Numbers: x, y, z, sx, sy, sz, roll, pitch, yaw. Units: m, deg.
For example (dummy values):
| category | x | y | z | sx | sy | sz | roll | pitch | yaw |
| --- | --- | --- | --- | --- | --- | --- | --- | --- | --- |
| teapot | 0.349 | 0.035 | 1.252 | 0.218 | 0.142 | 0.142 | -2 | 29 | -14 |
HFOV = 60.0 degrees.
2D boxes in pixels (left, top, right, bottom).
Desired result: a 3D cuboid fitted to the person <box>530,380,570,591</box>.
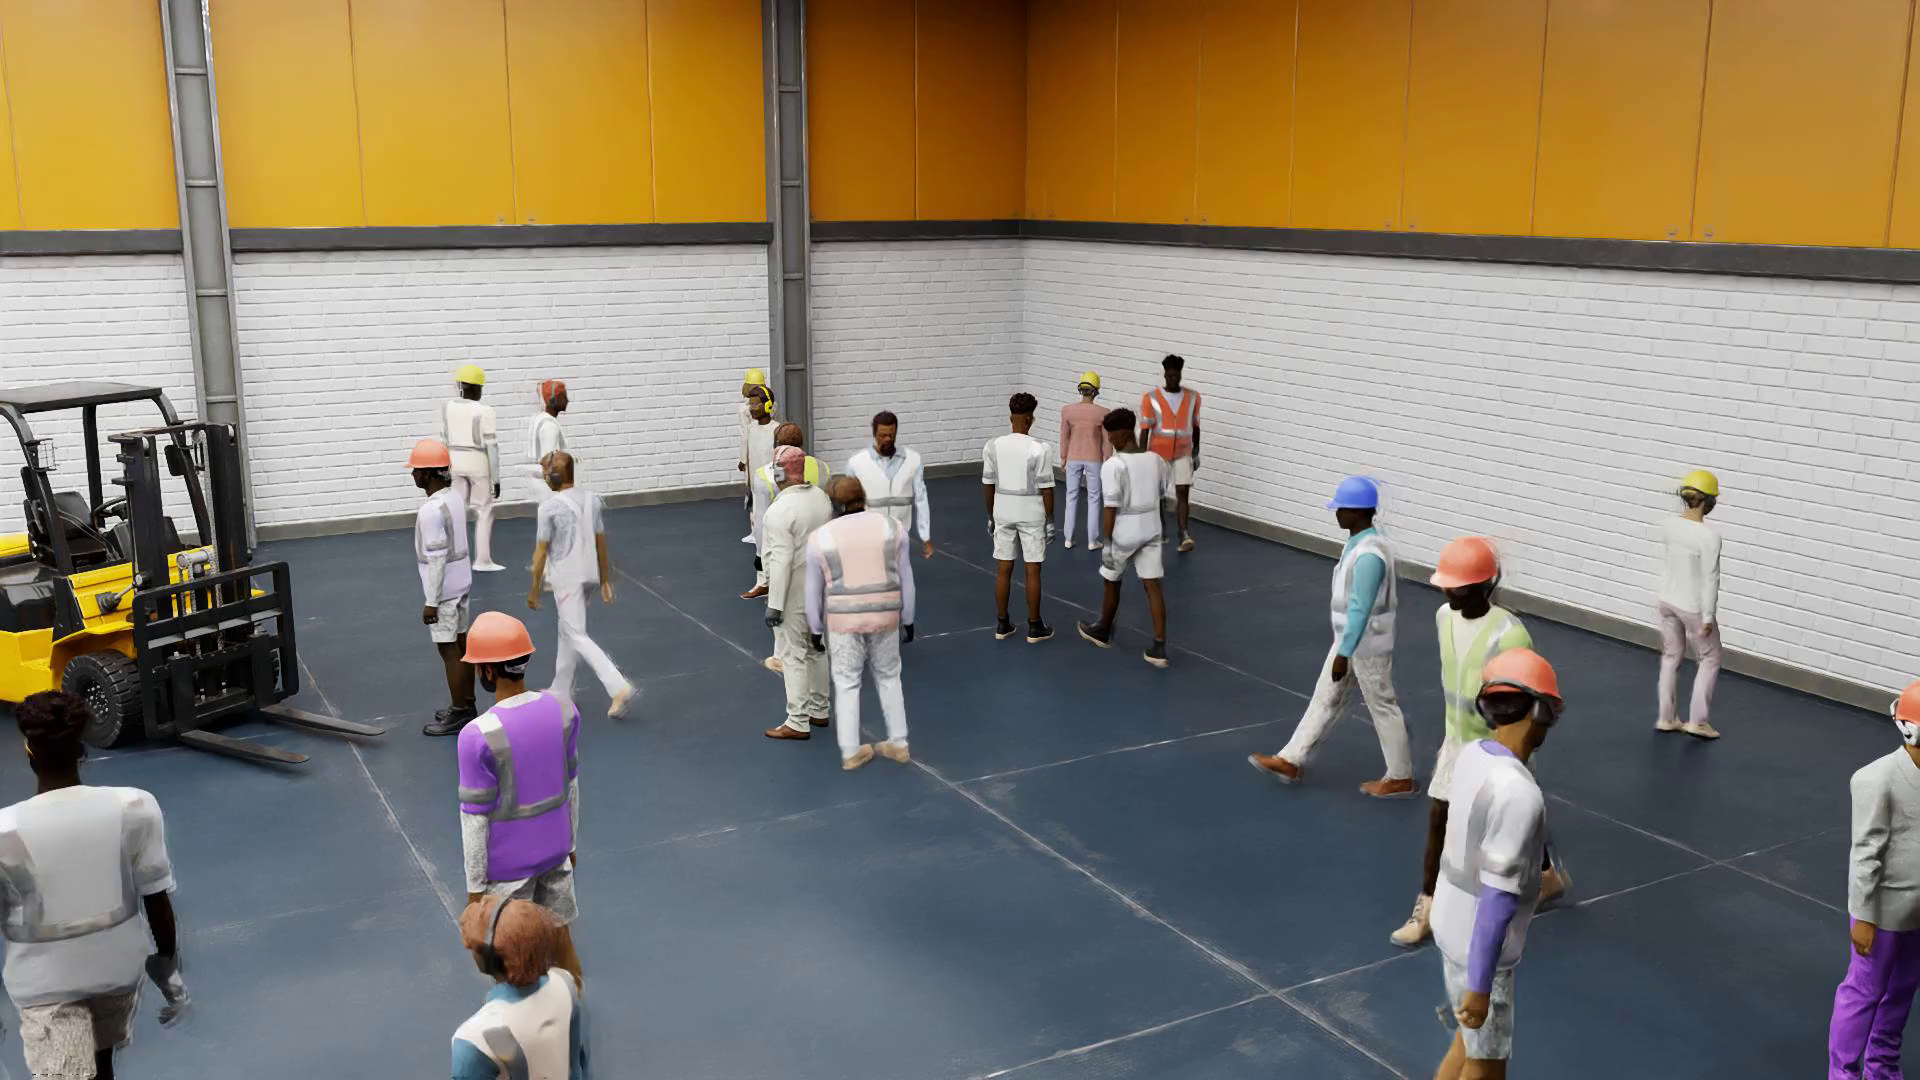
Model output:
| category | x | y | z | sx | sy | sz | roll | pitch | yaw |
| --- | --- | --- | --- | --- | --- | --- | --- | --- | --- |
| person | -3.530 | -0.473 | 14.572 | 0.419 | 1.867 | 0.607 | -3 | 12 | -15 |

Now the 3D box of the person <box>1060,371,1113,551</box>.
| category | x | y | z | sx | sy | sz | roll | pitch | yaw |
| --- | --- | --- | --- | --- | --- | --- | --- | --- | --- |
| person | 1.238 | -0.769 | 16.250 | 0.531 | 1.755 | 0.339 | 4 | 13 | 16 |

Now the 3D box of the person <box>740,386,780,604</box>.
| category | x | y | z | sx | sy | sz | roll | pitch | yaw |
| --- | --- | --- | --- | --- | --- | --- | --- | --- | --- |
| person | -1.648 | -0.384 | 14.166 | 0.535 | 1.868 | 0.309 | 11 | 16 | 41 |

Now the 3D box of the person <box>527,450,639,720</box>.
| category | x | y | z | sx | sy | sz | roll | pitch | yaw |
| --- | --- | --- | --- | --- | --- | --- | --- | --- | --- |
| person | -2.533 | 0.296 | 11.160 | 0.905 | 1.804 | 0.521 | 7 | 14 | 31 |

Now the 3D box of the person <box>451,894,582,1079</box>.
| category | x | y | z | sx | sy | sz | roll | pitch | yaw |
| --- | --- | --- | --- | --- | --- | --- | --- | --- | --- |
| person | -1.175 | 1.769 | 4.640 | 0.588 | 1.623 | 0.525 | 4 | 13 | 18 |

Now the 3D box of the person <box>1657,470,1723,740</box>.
| category | x | y | z | sx | sy | sz | roll | pitch | yaw |
| --- | --- | --- | --- | --- | --- | --- | --- | --- | --- |
| person | 4.738 | 0.412 | 10.702 | 0.452 | 1.749 | 0.539 | -4 | 13 | -18 |

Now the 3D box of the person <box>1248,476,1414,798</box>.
| category | x | y | z | sx | sy | sz | roll | pitch | yaw |
| --- | --- | --- | --- | --- | --- | --- | --- | --- | --- |
| person | 2.209 | 0.574 | 9.598 | 0.979 | 1.893 | 0.641 | 1 | 12 | 4 |

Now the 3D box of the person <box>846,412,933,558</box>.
| category | x | y | z | sx | sy | sz | roll | pitch | yaw |
| --- | --- | --- | --- | --- | --- | --- | --- | --- | --- |
| person | -0.509 | -0.007 | 12.394 | 0.595 | 1.878 | 0.903 | -5 | 13 | -21 |

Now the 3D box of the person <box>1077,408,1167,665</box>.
| category | x | y | z | sx | sy | sz | roll | pitch | yaw |
| --- | --- | --- | --- | --- | --- | --- | --- | --- | --- |
| person | 1.260 | -0.050 | 12.503 | 0.677 | 1.900 | 0.972 | -7 | 14 | -30 |

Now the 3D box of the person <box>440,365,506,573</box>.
| category | x | y | z | sx | sy | sz | roll | pitch | yaw |
| --- | --- | --- | --- | --- | --- | --- | --- | --- | --- |
| person | -4.502 | -0.642 | 15.317 | 0.630 | 1.915 | 0.445 | 4 | 13 | 17 |

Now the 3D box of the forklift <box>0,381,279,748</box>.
| category | x | y | z | sx | sy | sz | roll | pitch | yaw |
| --- | --- | --- | --- | --- | --- | --- | --- | --- | --- |
| forklift | -5.853 | 0.085 | 11.199 | 2.313 | 2.155 | 1.214 | 7 | 14 | 28 |

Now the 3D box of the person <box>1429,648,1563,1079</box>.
| category | x | y | z | sx | sy | sz | roll | pitch | yaw |
| --- | --- | --- | --- | --- | --- | --- | --- | --- | --- |
| person | 1.785 | 1.374 | 5.644 | 0.521 | 1.990 | 0.734 | 1 | 12 | 4 |

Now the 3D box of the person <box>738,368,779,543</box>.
| category | x | y | z | sx | sy | sz | roll | pitch | yaw |
| --- | --- | --- | --- | --- | --- | --- | --- | --- | --- |
| person | -2.017 | -0.837 | 16.587 | 0.323 | 1.743 | 0.489 | 11 | 16 | 42 |

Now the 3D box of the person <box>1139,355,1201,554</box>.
| category | x | y | z | sx | sy | sz | roll | pitch | yaw |
| --- | --- | --- | --- | --- | --- | --- | --- | --- | --- |
| person | 2.059 | -0.842 | 16.200 | 0.634 | 1.907 | 1.004 | -1 | 12 | -4 |

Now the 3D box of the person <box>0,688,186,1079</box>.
| category | x | y | z | sx | sy | sz | roll | pitch | yaw |
| --- | --- | --- | --- | --- | --- | --- | --- | --- | --- |
| person | -2.909 | 1.441 | 5.512 | 1.044 | 1.919 | 0.616 | 11 | 16 | 42 |

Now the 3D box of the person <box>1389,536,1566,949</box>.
| category | x | y | z | sx | sy | sz | roll | pitch | yaw |
| --- | --- | --- | --- | --- | --- | --- | --- | --- | --- |
| person | 2.520 | 0.918 | 7.860 | 1.051 | 1.979 | 0.601 | -6 | 14 | -28 |

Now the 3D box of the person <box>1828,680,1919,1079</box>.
| category | x | y | z | sx | sy | sz | roll | pitch | yaw |
| --- | --- | --- | --- | --- | --- | --- | --- | --- | --- |
| person | 3.558 | 1.362 | 6.253 | 0.560 | 1.753 | 0.328 | -6 | 14 | -27 |

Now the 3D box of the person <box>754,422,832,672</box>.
| category | x | y | z | sx | sy | sz | roll | pitch | yaw |
| --- | --- | --- | --- | --- | --- | --- | --- | --- | --- |
| person | -1.240 | 0.050 | 12.196 | 0.624 | 1.845 | 0.430 | -8 | 14 | -33 |

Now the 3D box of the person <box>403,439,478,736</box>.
| category | x | y | z | sx | sy | sz | roll | pitch | yaw |
| --- | --- | --- | --- | --- | --- | --- | --- | --- | --- |
| person | -3.358 | 0.309 | 10.755 | 0.378 | 1.938 | 0.547 | 0 | 12 | 2 |

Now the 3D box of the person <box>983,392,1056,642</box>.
| category | x | y | z | sx | sy | sz | roll | pitch | yaw |
| --- | --- | --- | --- | --- | --- | --- | --- | --- | --- |
| person | 0.475 | -0.174 | 12.973 | 0.602 | 1.958 | 0.369 | 6 | 13 | 26 |

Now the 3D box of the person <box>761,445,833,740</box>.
| category | x | y | z | sx | sy | sz | roll | pitch | yaw |
| --- | --- | --- | --- | --- | --- | --- | --- | --- | --- |
| person | -1.076 | 0.334 | 10.716 | 0.401 | 1.904 | 0.649 | 5 | 13 | 24 |

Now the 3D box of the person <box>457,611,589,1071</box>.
| category | x | y | z | sx | sy | sz | roll | pitch | yaw |
| --- | --- | --- | --- | --- | --- | --- | --- | --- | --- |
| person | -1.730 | 1.221 | 6.507 | 0.390 | 1.929 | 0.546 | 9 | 15 | 36 |

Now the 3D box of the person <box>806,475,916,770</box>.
| category | x | y | z | sx | sy | sz | roll | pitch | yaw |
| --- | --- | --- | --- | --- | --- | --- | --- | --- | --- |
| person | -0.595 | 0.519 | 10.114 | 0.658 | 1.829 | 0.438 | -3 | 12 | -12 |
